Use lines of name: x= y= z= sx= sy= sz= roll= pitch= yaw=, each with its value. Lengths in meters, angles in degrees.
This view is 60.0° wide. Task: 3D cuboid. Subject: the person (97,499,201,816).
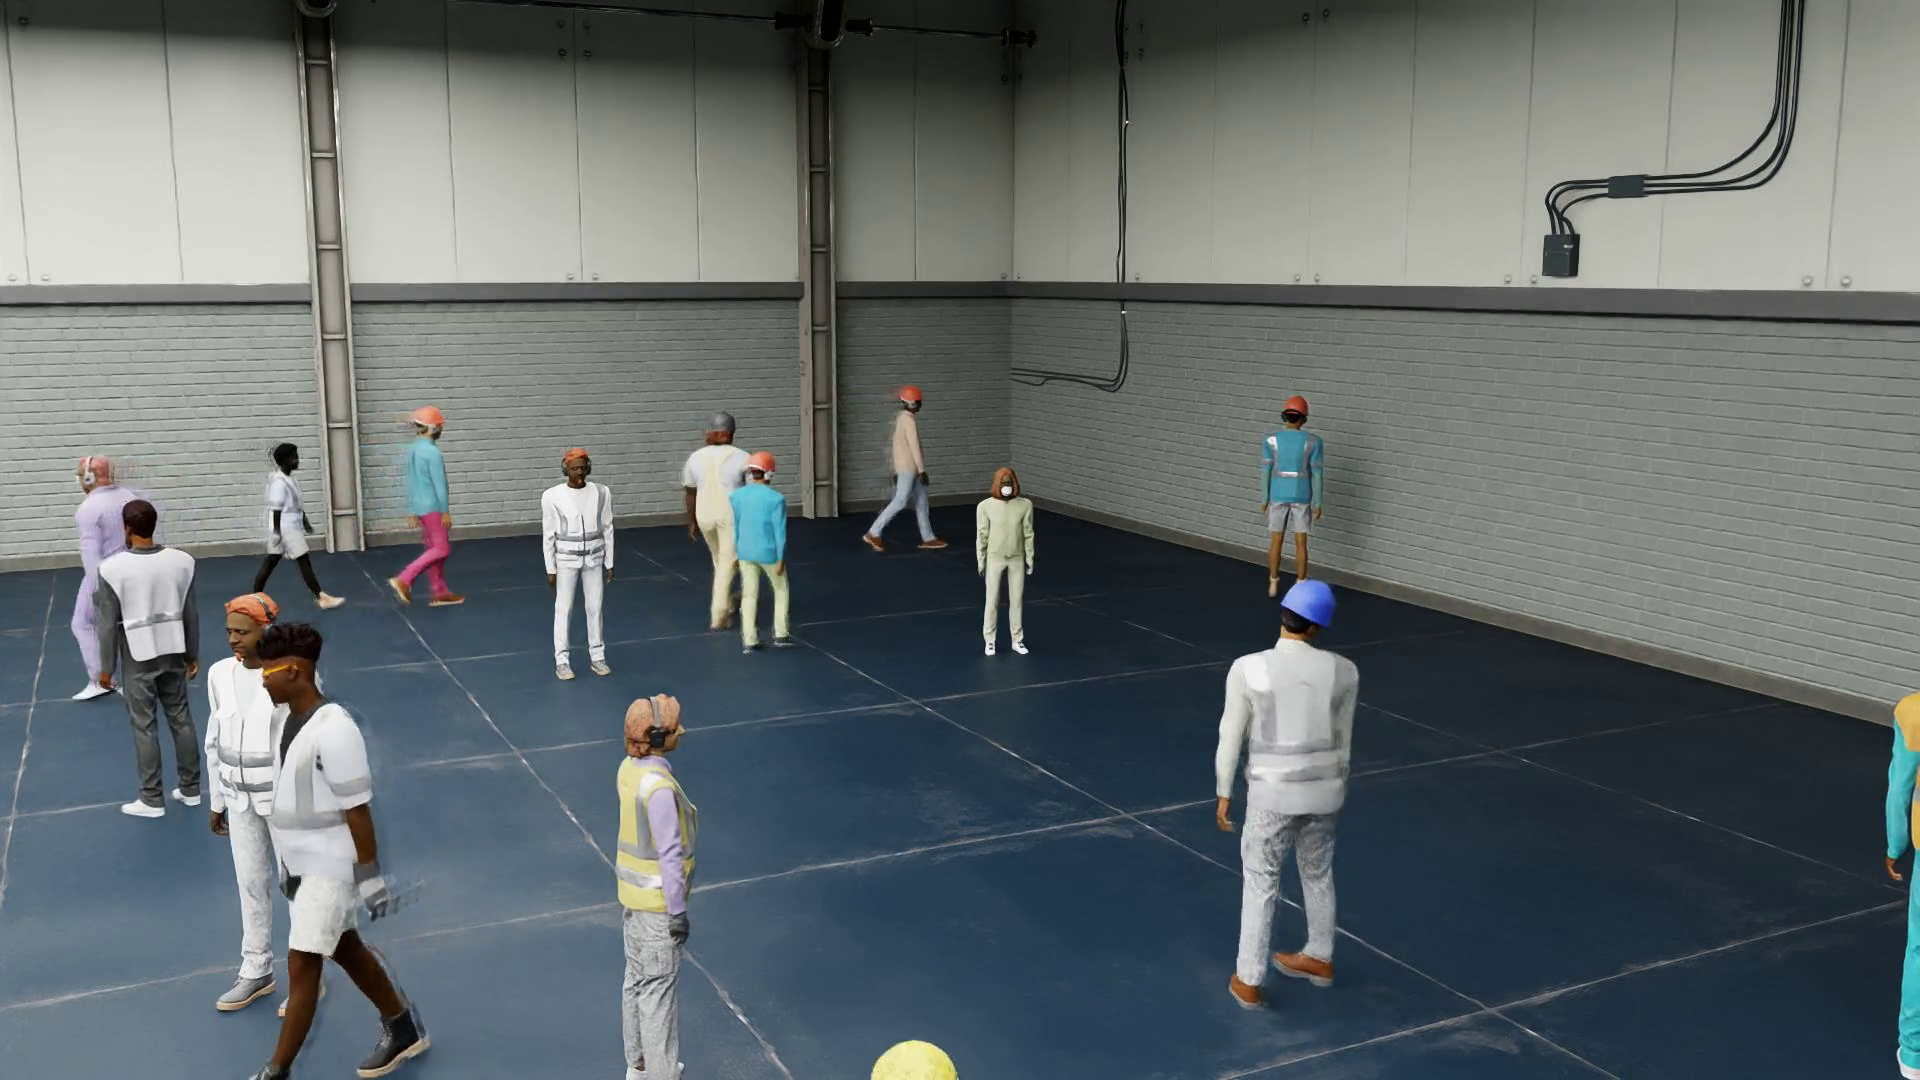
person: x=-4.880 y=0.708 z=10.072 sx=0.385 sy=1.914 sz=0.592 roll=6 pitch=11 yaw=34

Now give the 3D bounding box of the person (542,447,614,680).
person: x=-3.067 y=0.186 z=13.408 sx=0.571 sy=1.876 sz=0.346 roll=-5 pitch=11 yaw=-29

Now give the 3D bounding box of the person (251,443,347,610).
person: x=-6.463 y=-0.120 z=16.008 sx=0.916 sy=1.639 sz=0.531 roll=-3 pitch=10 yaw=-16

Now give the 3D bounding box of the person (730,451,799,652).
person: x=-1.685 y=0.092 z=14.424 sx=0.567 sy=1.729 sz=0.653 roll=4 pitch=10 yaw=22

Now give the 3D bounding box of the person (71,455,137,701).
person: x=-6.546 y=0.292 z=12.729 sx=0.629 sy=1.887 sz=0.666 roll=2 pitch=9 yaw=12

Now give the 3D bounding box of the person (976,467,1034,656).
person: x=0.385 y=0.183 z=14.183 sx=0.499 sy=1.627 sz=0.279 roll=-2 pitch=9 yaw=-11

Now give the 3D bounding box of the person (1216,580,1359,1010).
person: x=1.449 y=1.129 z=7.466 sx=0.641 sy=1.912 sz=0.472 roll=-1 pitch=9 yaw=-8

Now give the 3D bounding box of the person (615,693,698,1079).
person: x=-1.193 y=1.414 z=6.545 sx=0.311 sy=1.642 sz=0.514 roll=-5 pitch=10 yaw=-27

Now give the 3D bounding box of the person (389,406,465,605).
person: x=-5.190 y=-0.305 z=16.100 sx=0.673 sy=1.978 sz=0.620 roll=-6 pitch=11 yaw=-35

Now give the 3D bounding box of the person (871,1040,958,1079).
person: x=-0.074 y=1.872 z=3.439 sx=0.501 sy=1.723 sz=0.374 roll=-1 pitch=9 yaw=-9

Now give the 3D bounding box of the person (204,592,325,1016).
person: x=-3.068 y=1.163 z=7.350 sx=0.576 sy=1.883 sz=0.354 roll=2 pitch=9 yaw=13

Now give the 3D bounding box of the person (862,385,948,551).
person: x=-0.668 y=-0.839 z=19.483 sx=0.995 sy=1.959 sz=0.604 roll=-1 pitch=9 yaw=-7

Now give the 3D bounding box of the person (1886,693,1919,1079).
person: x=4.023 y=1.258 z=6.653 sx=0.590 sy=1.918 sz=0.391 roll=8 pitch=12 yaw=40

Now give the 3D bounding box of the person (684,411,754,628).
person: x=-2.171 y=-0.237 z=15.487 sx=0.689 sy=2.000 sz=1.035 roll=4 pitch=10 yaw=21

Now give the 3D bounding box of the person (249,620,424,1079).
person: x=-2.573 y=1.279 z=6.590 sx=0.895 sy=1.901 sz=0.669 roll=-7 pitch=12 yaw=-38

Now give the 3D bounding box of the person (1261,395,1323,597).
person: x=3.334 y=-0.436 z=16.717 sx=0.611 sy=2.042 sz=0.387 roll=3 pitch=10 yaw=19
